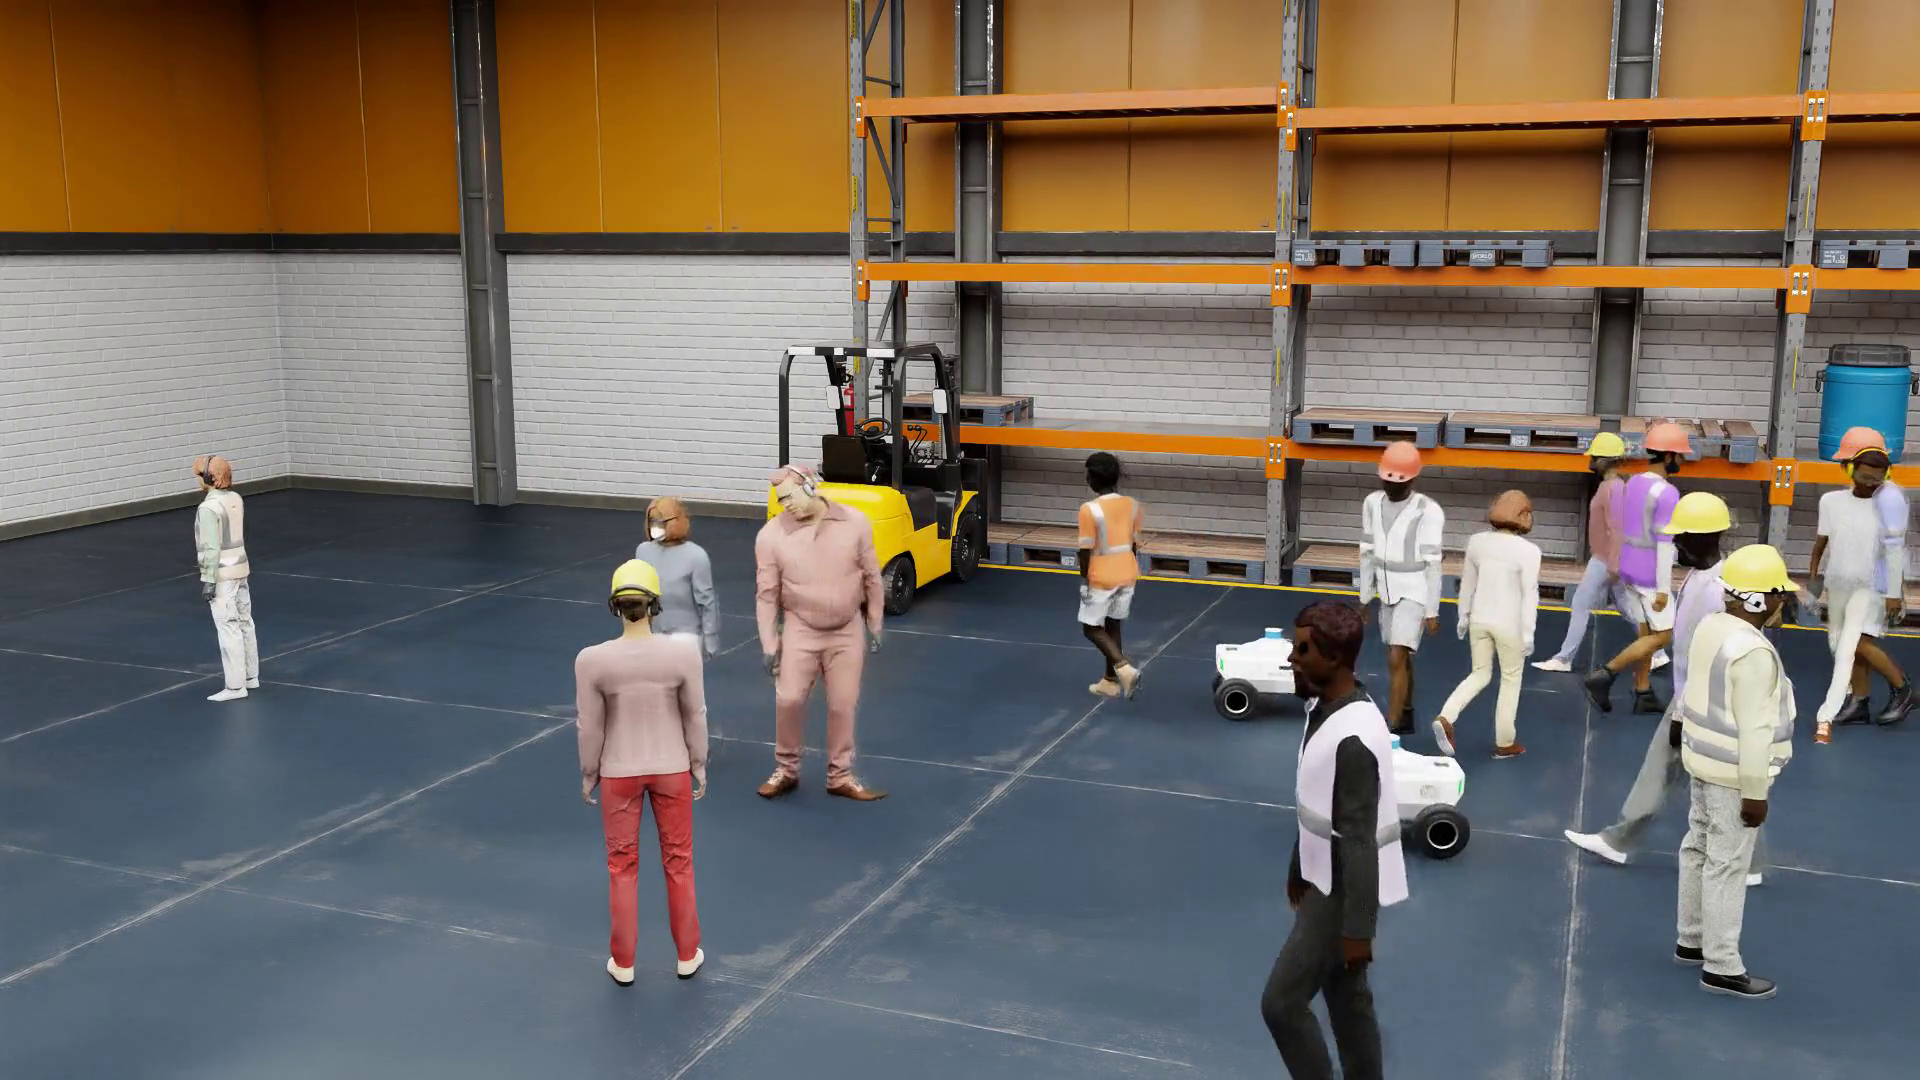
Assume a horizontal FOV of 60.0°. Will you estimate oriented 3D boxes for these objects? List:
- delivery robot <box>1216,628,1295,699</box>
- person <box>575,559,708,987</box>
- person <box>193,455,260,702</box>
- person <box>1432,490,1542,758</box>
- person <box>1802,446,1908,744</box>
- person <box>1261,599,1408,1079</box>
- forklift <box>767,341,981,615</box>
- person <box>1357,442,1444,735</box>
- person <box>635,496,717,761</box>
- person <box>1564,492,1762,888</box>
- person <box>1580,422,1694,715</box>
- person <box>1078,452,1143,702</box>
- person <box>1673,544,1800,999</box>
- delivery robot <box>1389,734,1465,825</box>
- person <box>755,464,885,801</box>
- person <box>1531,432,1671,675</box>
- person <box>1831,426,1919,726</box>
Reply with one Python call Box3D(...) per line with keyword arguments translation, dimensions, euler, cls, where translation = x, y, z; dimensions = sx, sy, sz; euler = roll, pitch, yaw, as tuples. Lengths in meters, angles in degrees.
Box3D(translation=(2.008, 0.808, 10.696), dimensions=(0.707, 0.478, 0.477), euler=(1, 10, 6), cls="delivery robot")
Box3D(translation=(-1.294, 0.952, 6.811), dimensions=(0.524, 1.759, 0.328), euler=(-2, 10, -12), cls="person")
Box3D(translation=(-4.881, 0.251, 11.039), dimensions=(0.311, 1.638, 0.523), euler=(0, 10, -1), cls="person")
Box3D(translation=(3.071, 0.511, 9.668), dimensions=(0.626, 1.607, 0.517), euler=(-7, 13, -36), cls="person")
Box3D(translation=(5.550, 0.300, 10.294), dimensions=(0.561, 1.820, 0.923), euler=(9, 14, 42), cls="person")
Box3D(translation=(1.181, 1.130, 5.423), dimensions=(0.585, 1.895, 0.618), euler=(1, 10, 7), cls="person")
Box3D(translation=(-0.739, -0.602, 14.246), dimensions=(1.214, 2.155, 2.313), euler=(4, 11, 21), cls="forklift")
Box3D(translation=(2.587, 0.346, 9.873), dimensions=(0.798, 1.879, 0.572), euler=(-6, 12, -30), cls="person")
Box3D(translation=(-1.665, 0.562, 9.380), dimensions=(0.495, 1.611, 0.616), euler=(7, 12, 34), cls="person")
Box3D(translation=(3.390, 0.708, 7.815), dimensions=(0.888, 1.876, 0.599), euler=(2, 10, 13), cls="person")
Box3D(translation=(4.295, 0.208, 10.527), dimensions=(0.639, 1.915, 0.547), euler=(-1, 10, -6), cls="person")
Box3D(translation=(1.015, 0.267, 10.856), dimensions=(0.544, 1.683, 0.566), euler=(-8, 13, -36), cls="person")
Box3D(translation=(3.154, 0.920, 6.769), dimensions=(0.404, 1.834, 0.592), euler=(1, 10, 5), cls="person")
Box3D(translation=(2.155, 1.222, 8.388), dimensions=(0.707, 0.478, 0.477), euler=(1, 10, 5), cls="delivery robot")
Box3D(translation=(-0.766, 0.512, 8.982), dimensions=(0.729, 1.865, 0.433), euler=(-3, 11, -16), cls="person")
Box3D(translation=(4.553, 0.107, 11.587), dimensions=(0.895, 1.728, 0.541), euler=(4, 11, 22), cls="person")
Box3D(translation=(5.628, 0.252, 10.288), dimensions=(0.554, 1.911, 0.599), euler=(0, 10, 1), cls="person")
